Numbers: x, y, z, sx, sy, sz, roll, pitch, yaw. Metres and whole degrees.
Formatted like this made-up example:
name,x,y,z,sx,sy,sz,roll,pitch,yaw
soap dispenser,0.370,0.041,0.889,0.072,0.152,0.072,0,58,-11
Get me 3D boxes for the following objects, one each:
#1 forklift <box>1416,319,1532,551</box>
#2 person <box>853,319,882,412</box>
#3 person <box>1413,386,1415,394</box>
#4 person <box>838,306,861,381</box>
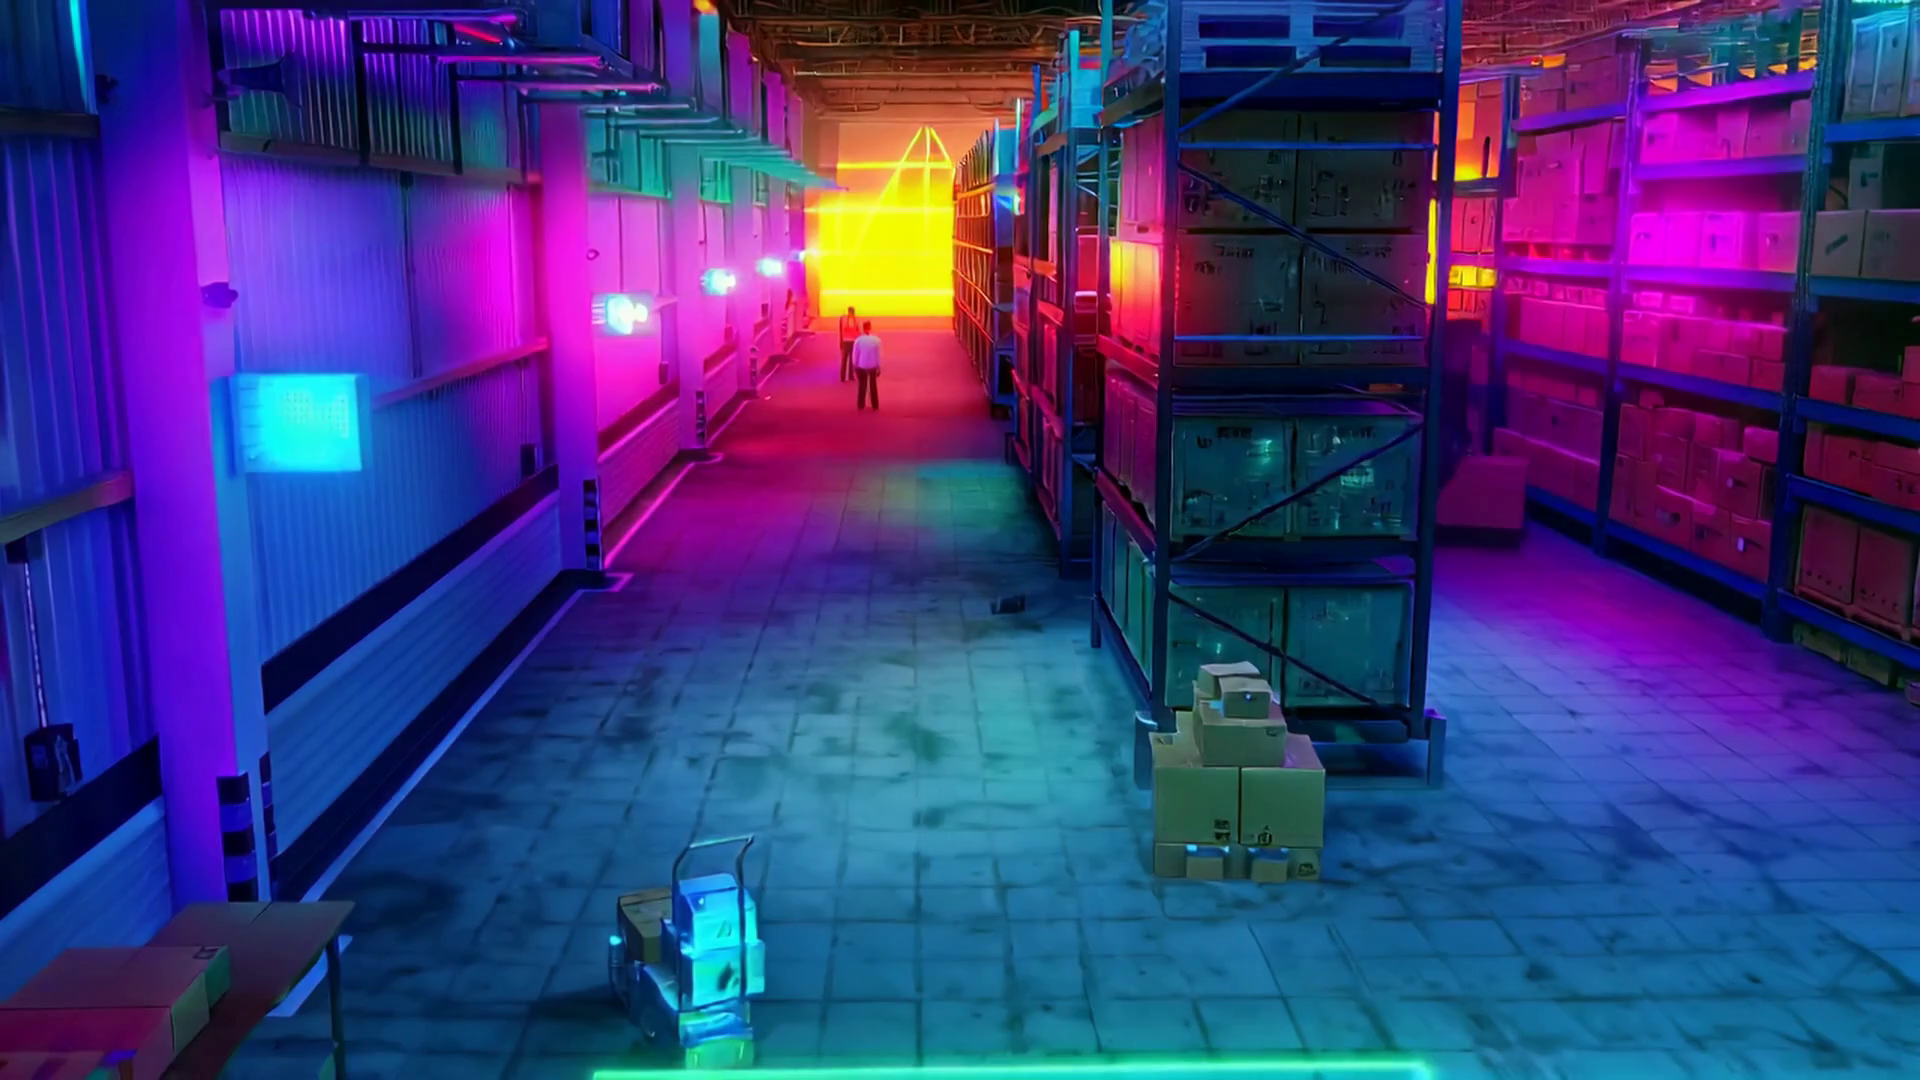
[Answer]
name,x,y,z,sx,sy,sz,roll,pitch,yaw
forklift,6.227,-1.369,20.969,1.873,2.768,1.129,5,12,24
person,-1.968,-3.706,35.468,0.613,1.988,0.403,0,11,1
person,10.864,-4.362,39.351,0.563,1.811,0.834,4,12,21
person,-2.815,-5.019,42.489,0.589,1.913,0.398,-4,11,-18
